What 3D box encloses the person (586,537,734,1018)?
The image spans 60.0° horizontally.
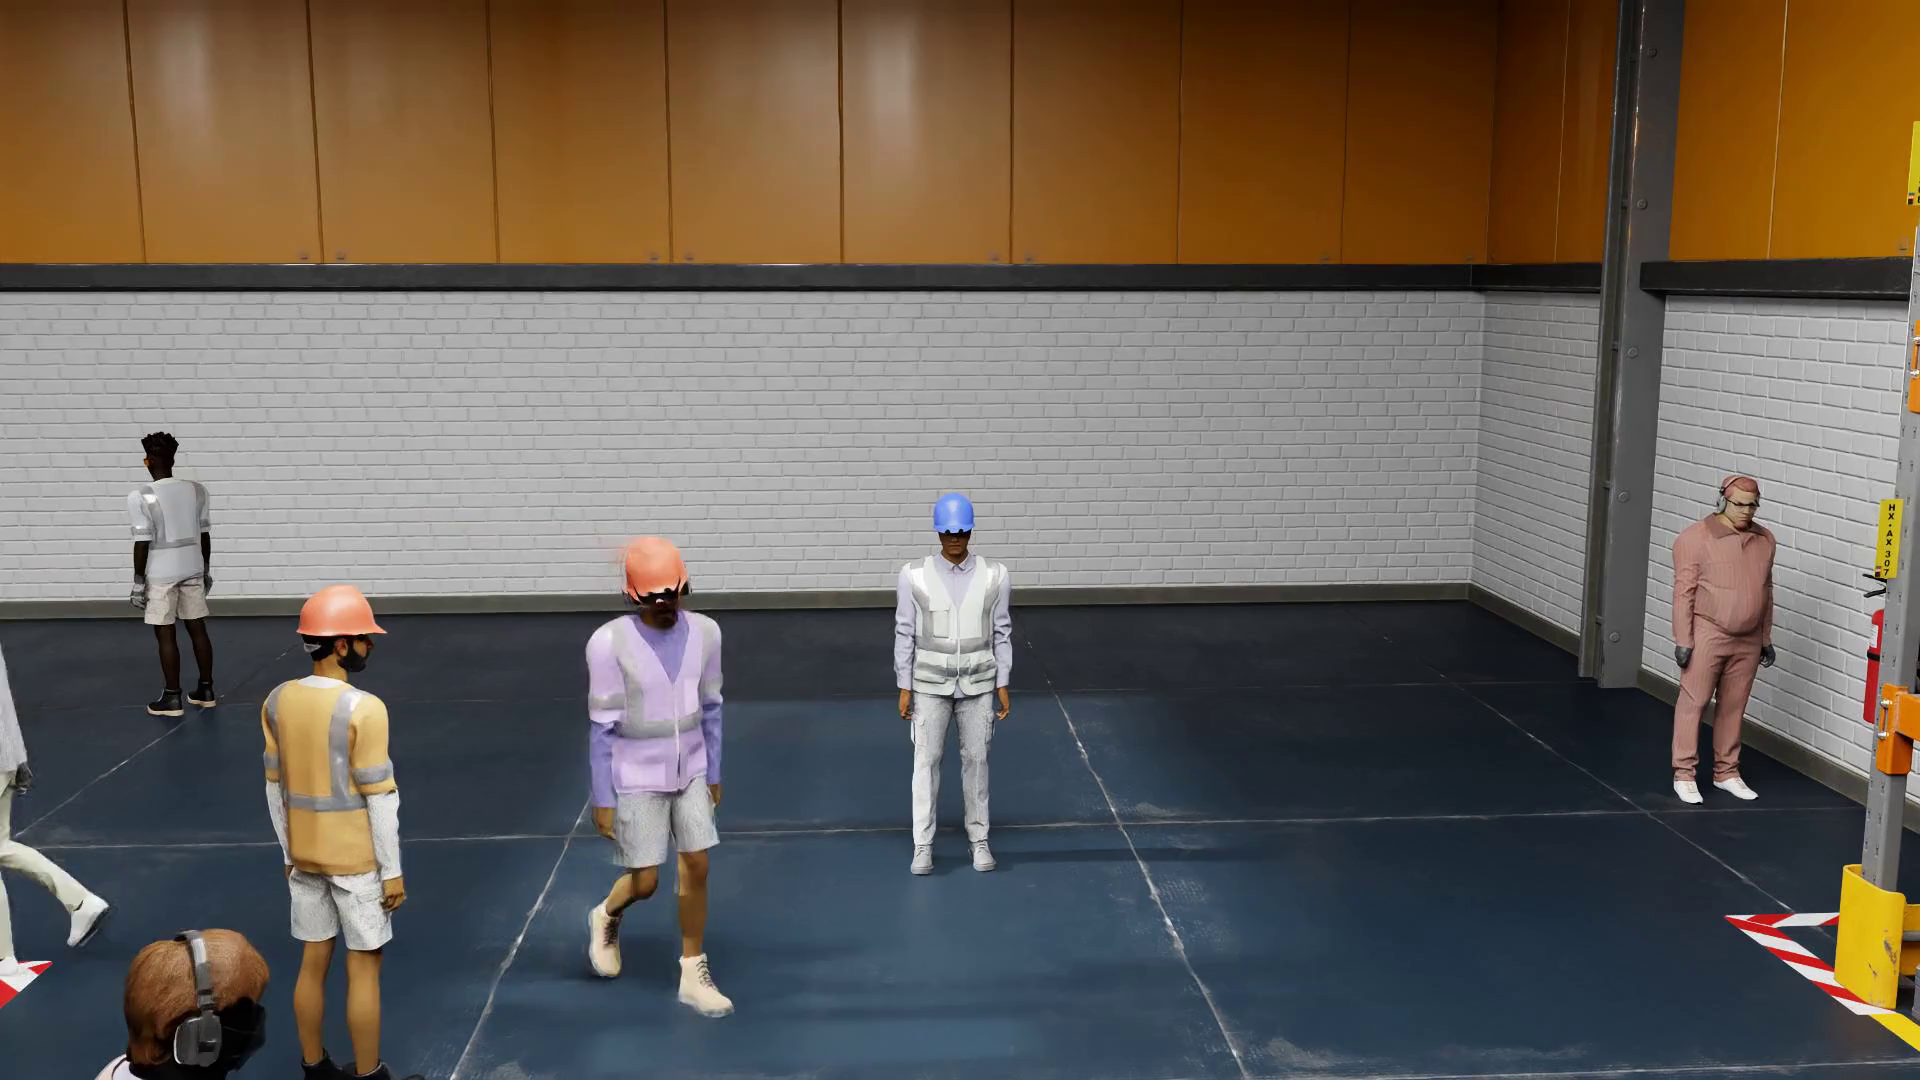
[{"bbox_3d":[-1.267,0.952,6.840,0.659,2.008,0.656,-7,12,-39],"label":"person"}]

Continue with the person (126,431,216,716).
[{"bbox_3d":[-5.456,0.229,11.507,0.362,1.963,0.614,5,10,28],"label":"person"}]

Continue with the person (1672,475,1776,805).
[{"bbox_3d":[4.412,0.571,9.577,0.639,1.902,0.407,-2,9,-12],"label":"person"}]

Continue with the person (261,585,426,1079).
[{"bbox_3d":[-2.226,1.120,6.014,0.549,1.934,0.374,4,10,25],"label":"person"}]

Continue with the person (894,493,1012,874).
[{"bbox_3d":[-0.032,0.725,8.453,0.608,1.948,0.389,-1,9,-8],"label":"person"}]

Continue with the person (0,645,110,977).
[{"bbox_3d":[-4.110,0.994,7.095,0.595,1.842,0.538,-1,9,-7],"label":"person"}]

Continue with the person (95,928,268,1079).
[{"bbox_3d":[-1.394,1.624,3.151,0.429,1.842,0.626,-8,12,-40],"label":"person"}]
